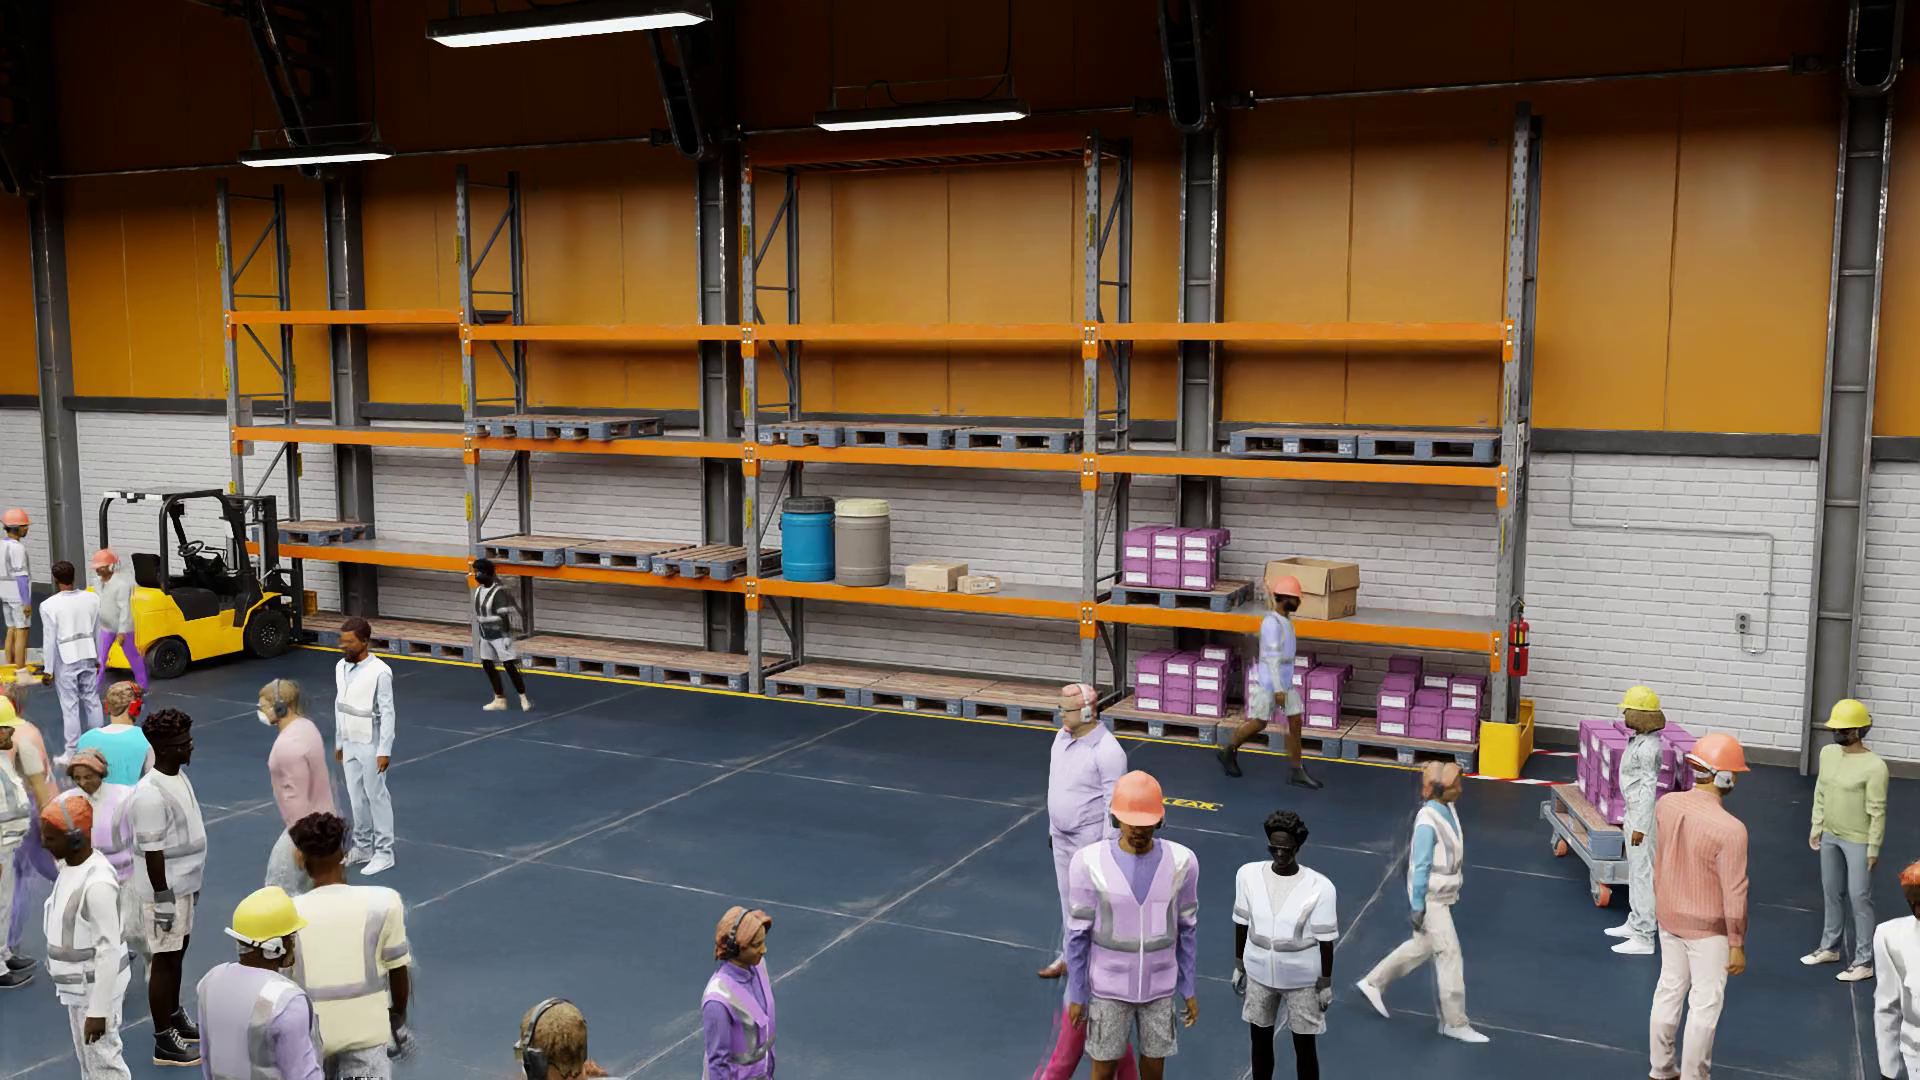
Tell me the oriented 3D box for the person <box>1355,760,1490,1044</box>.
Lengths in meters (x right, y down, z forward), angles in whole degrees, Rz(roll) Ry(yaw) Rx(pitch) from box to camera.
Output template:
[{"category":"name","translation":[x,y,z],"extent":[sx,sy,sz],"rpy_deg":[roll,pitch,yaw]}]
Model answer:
[{"category":"person","translation":[2.649,2.033,9.531],"extent":[0.737,1.607,0.524],"rpy_deg":[4,8,27]}]

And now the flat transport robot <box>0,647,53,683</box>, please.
[{"category":"flat transport robot","translation":[-11.177,1.471,19.650],"extent":[0.652,0.197,1.431],"rpy_deg":[-5,8,-34]}]

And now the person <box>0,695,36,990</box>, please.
[{"category":"person","translation":[-5.918,1.847,10.209],"extent":[0.403,1.818,0.605],"rpy_deg":[-3,8,-26]}]

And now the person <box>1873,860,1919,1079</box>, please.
[{"category":"person","translation":[4.217,2.218,7.040],"extent":[0.634,1.848,0.648],"rpy_deg":[7,10,44]}]

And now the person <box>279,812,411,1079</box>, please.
[{"category":"person","translation":[-2.708,2.160,7.259],"extent":[0.622,1.928,0.692],"rpy_deg":[-2,7,-18]}]

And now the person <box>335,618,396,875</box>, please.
[{"category":"person","translation":[-4.461,1.525,12.458],"extent":[0.596,1.916,0.380],"rpy_deg":[5,8,34]}]

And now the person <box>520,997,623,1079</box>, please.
[{"category":"person","translation":[-1.244,2.394,5.264],"extent":[0.383,1.928,0.636],"rpy_deg":[4,8,28]}]

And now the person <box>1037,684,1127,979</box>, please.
[{"category":"person","translation":[0.726,1.812,10.147],"extent":[0.403,1.904,0.651],"rpy_deg":[-4,8,-31]}]

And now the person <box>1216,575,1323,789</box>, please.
[{"category":"person","translation":[2.777,1.247,14.879],"extent":[0.956,1.898,0.554],"rpy_deg":[5,9,37]}]

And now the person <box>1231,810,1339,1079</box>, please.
[{"category":"person","translation":[1.594,2.154,8.221],"extent":[0.540,1.693,0.321],"rpy_deg":[4,8,30]}]

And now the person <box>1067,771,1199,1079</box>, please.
[{"category":"person","translation":[0.800,2.049,7.626],"extent":[0.615,2.038,0.395],"rpy_deg":[-1,7,-6]}]

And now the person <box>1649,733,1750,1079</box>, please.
[{"category":"person","translation":[3.818,1.967,8.562],"extent":[0.412,1.982,0.622],"rpy_deg":[-2,7,-16]}]

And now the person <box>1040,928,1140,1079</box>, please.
[{"category":"person","translation":[0.695,2.237,7.929],"extent":[0.889,1.578,0.504],"rpy_deg":[2,7,20]}]

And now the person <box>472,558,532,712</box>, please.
[{"category":"person","translation":[-4.896,1.018,17.747],"extent":[0.630,1.662,0.470],"rpy_deg":[6,9,41]}]

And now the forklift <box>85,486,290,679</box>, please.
[{"category":"forklift","translation":[-9.426,0.454,20.179],"extent":[1.214,2.155,2.313],"rpy_deg":[3,8,26]}]

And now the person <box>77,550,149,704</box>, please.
[{"category":"person","translation":[-9.275,0.945,18.134],"extent":[0.578,1.693,0.921],"rpy_deg":[3,8,24]}]

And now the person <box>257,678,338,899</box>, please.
[{"category":"person","translation":[-4.060,1.798,10.226],"extent":[0.447,1.915,0.705],"rpy_deg":[-2,7,-15]}]

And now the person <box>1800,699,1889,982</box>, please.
[{"category":"person","translation":[5.524,1.858,10.377],"extent":[0.338,1.760,0.531],"rpy_deg":[-2,7,-13]}]

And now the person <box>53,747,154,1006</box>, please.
[{"category":"person","translation":[-5.024,1.987,9.830],"extent":[0.547,1.617,0.505],"rpy_deg":[-1,7,-6]}]

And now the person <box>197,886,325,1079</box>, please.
[{"category":"person","translation":[-2.732,2.275,6.612],"extent":[0.603,1.830,0.404],"rpy_deg":[4,8,30]}]

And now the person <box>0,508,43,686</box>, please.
[{"category":"person","translation":[-10.825,0.656,19.159],"extent":[0.628,2.040,0.411],"rpy_deg":[6,9,41]}]

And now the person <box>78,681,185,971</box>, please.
[{"category":"person","translation":[-5.235,1.806,10.464],"extent":[0.564,1.837,0.388],"rpy_deg":[1,7,8]}]

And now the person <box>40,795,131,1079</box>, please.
[{"category":"person","translation":[-4.081,2.112,7.783],"extent":[0.351,1.875,0.574],"rpy_deg":[-6,9,-39]}]

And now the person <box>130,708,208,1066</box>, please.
[{"category":"person","translation":[-4.351,1.896,9.197],"extent":[0.368,1.966,0.603],"rpy_deg":[-2,7,-14]}]

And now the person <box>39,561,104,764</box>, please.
[{"category":"person","translation":[-8.314,1.147,15.603],"extent":[0.394,1.915,0.587],"rpy_deg":[3,8,27]}]

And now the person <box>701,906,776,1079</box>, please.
[{"category":"person","translation":[-0.930,2.330,6.997],"extent":[0.313,1.631,0.525],"rpy_deg":[2,7,14]}]

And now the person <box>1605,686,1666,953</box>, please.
[{"category":"person","translation":[4.402,1.809,10.828],"extent":[0.296,1.744,0.487],"rpy_deg":[2,7,15]}]
